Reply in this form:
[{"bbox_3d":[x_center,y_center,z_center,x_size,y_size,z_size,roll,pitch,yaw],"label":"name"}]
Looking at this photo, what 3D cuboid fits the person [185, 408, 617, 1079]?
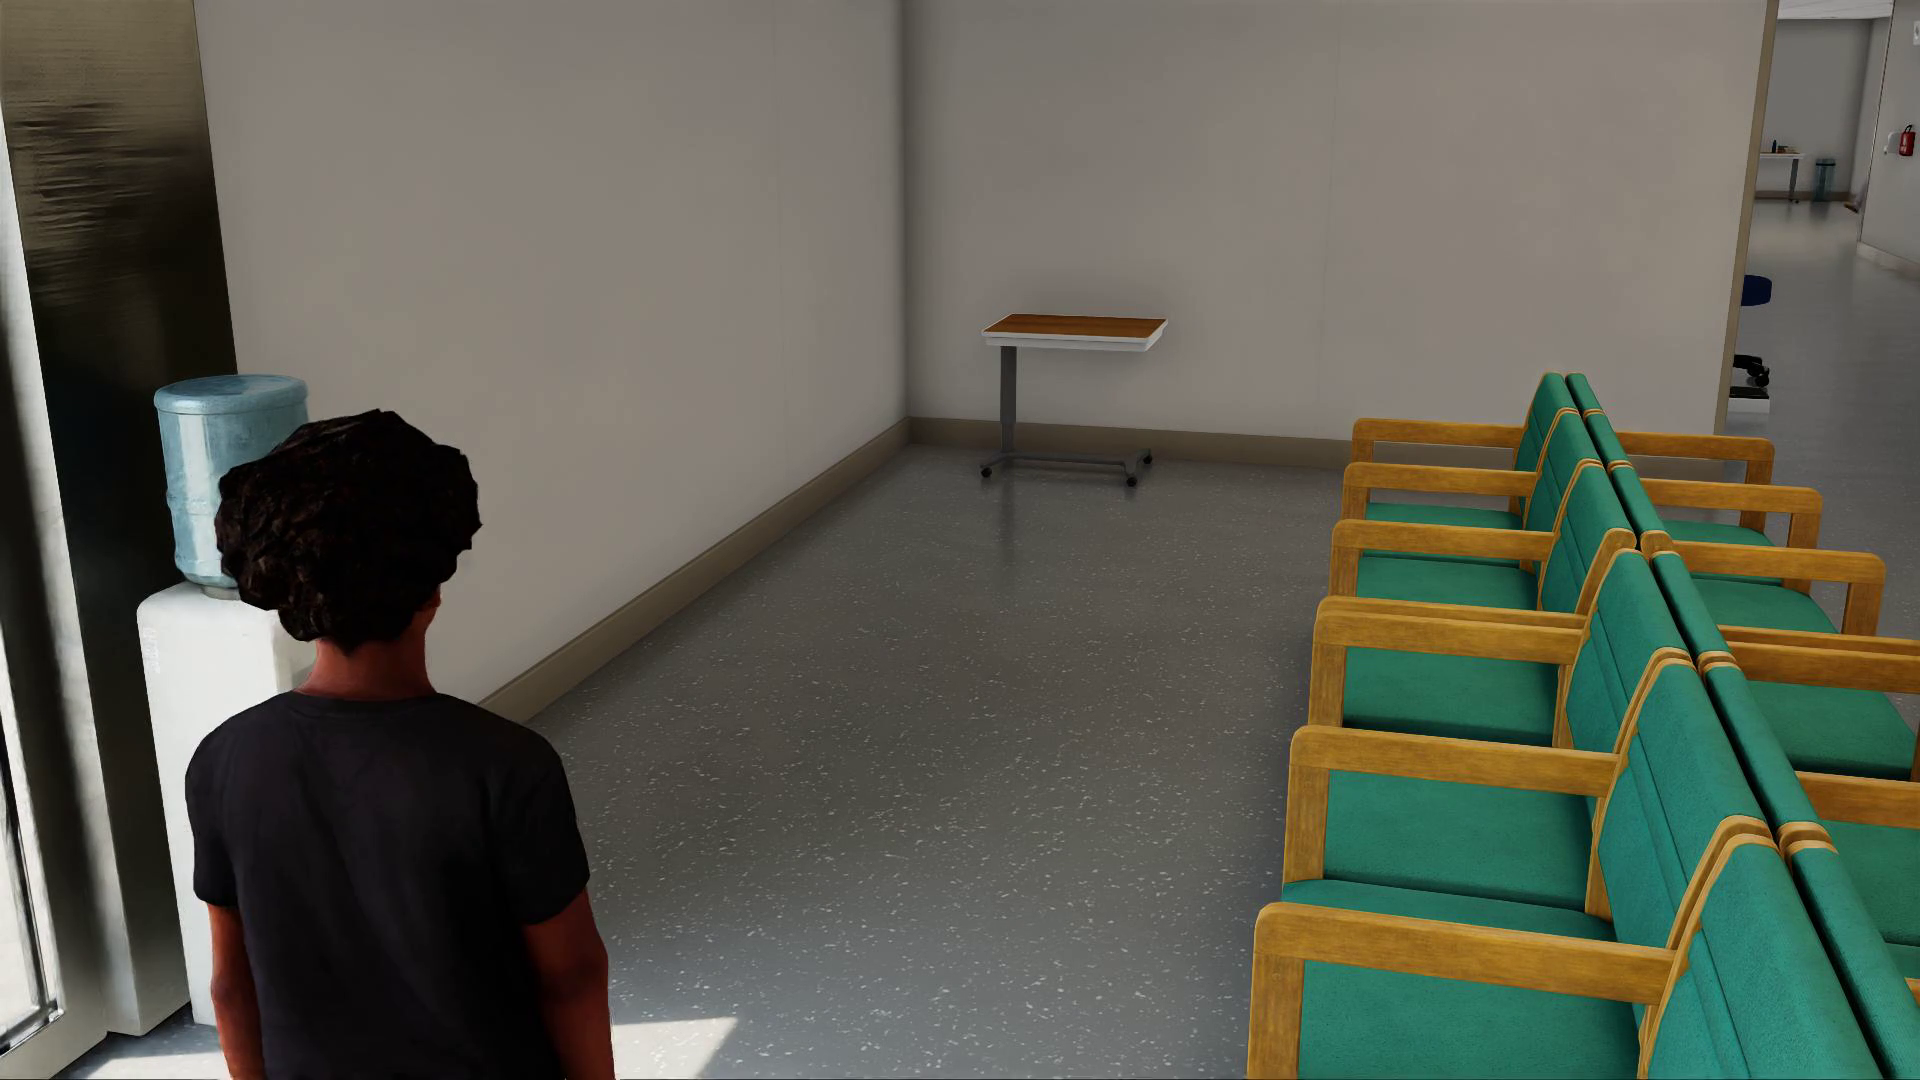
[{"bbox_3d":[-0.670,0.724,2.034,0.577,1.783,0.722,2,16,6],"label":"person"}]
